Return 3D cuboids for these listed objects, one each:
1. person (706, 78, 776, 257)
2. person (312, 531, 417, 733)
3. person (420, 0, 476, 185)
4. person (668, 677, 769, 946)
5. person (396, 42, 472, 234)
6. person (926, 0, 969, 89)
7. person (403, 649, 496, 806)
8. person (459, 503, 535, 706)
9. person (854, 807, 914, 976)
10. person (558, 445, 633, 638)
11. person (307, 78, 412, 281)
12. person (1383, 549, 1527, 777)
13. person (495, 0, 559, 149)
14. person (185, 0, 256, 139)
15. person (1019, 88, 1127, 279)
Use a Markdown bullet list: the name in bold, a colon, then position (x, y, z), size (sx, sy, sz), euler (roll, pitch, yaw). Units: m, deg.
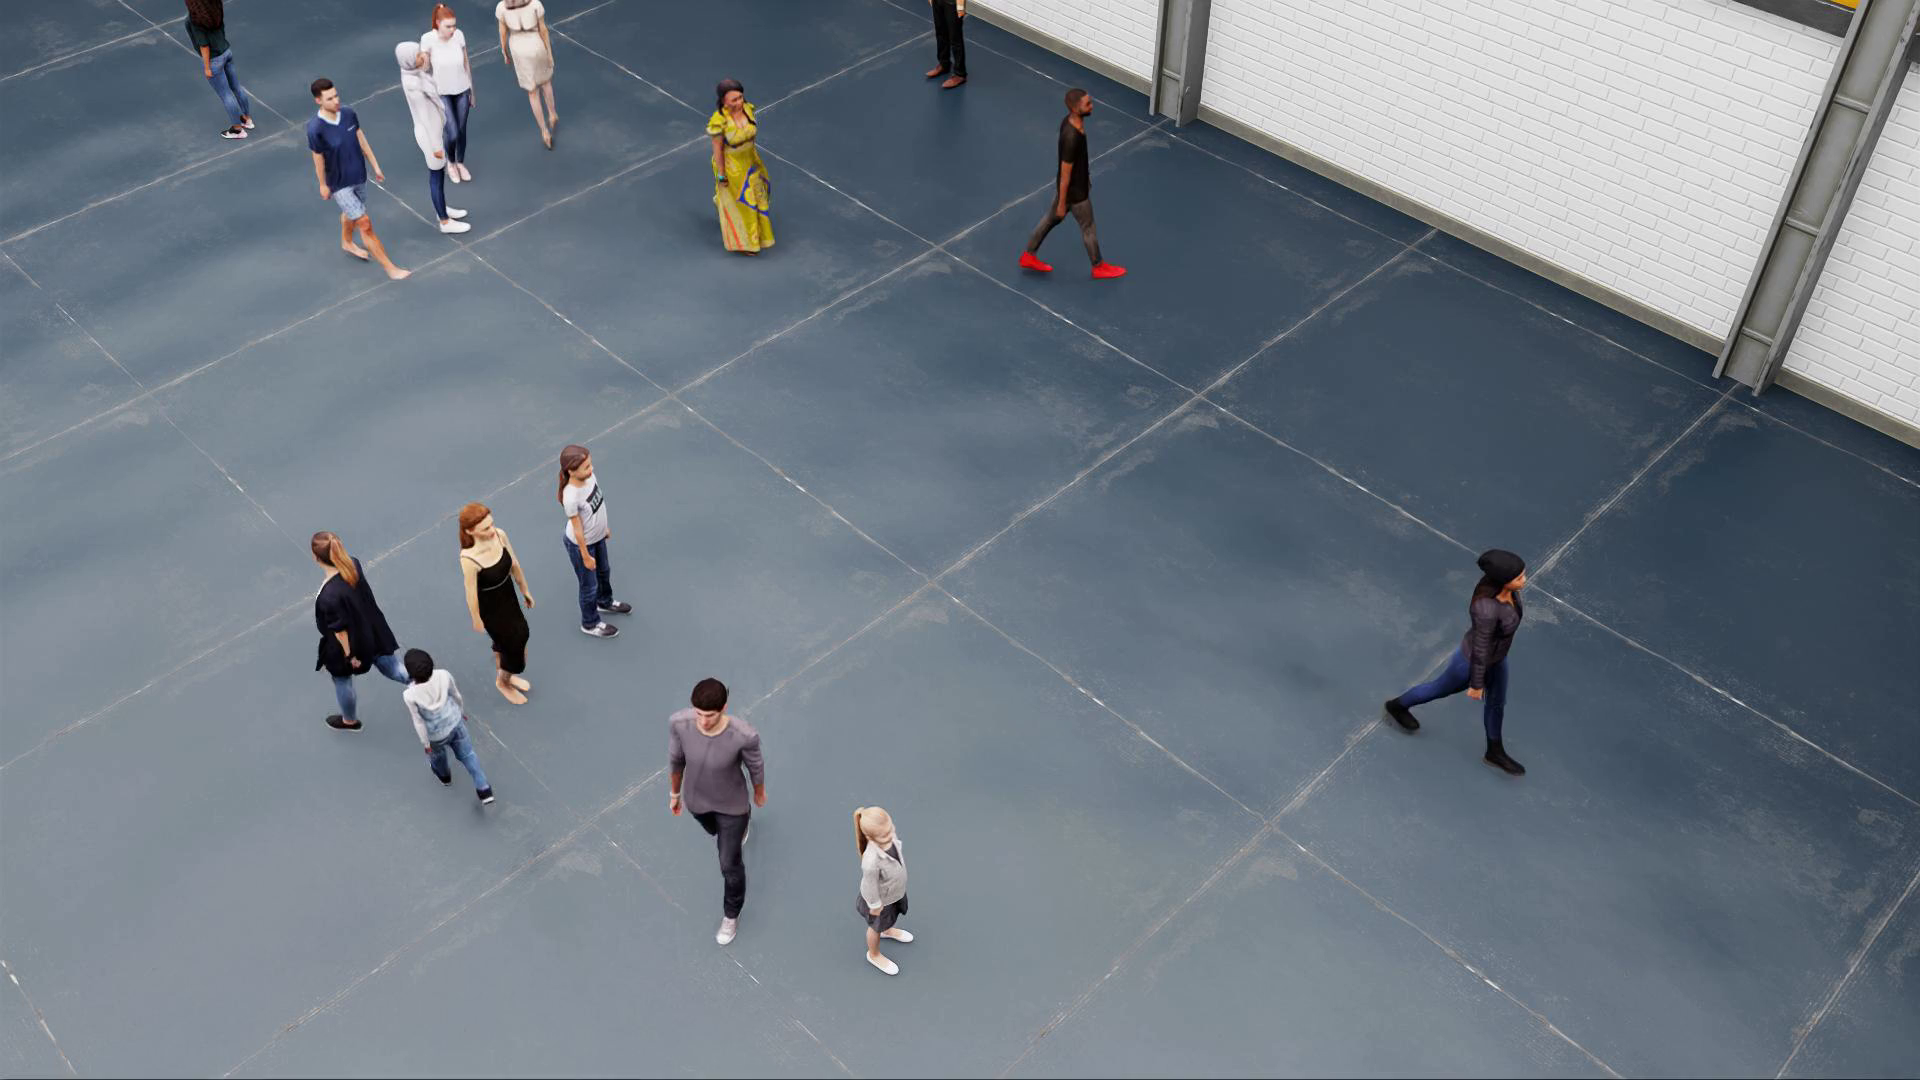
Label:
- **person**: position (-1.982, -3.253, 14.366), size (1.010, 1.648, 0.847), euler (27, 50, 25)
- **person**: position (-3.626, 0.607, 10.315), size (1.176, 1.646, 0.980), euler (8, 44, 8)
- **person**: position (-4.682, -4.113, 15.218), size (0.660, 1.718, 0.640), euler (-20, 47, -20)
- **person**: position (-1.341, 1.374, 9.384), size (1.181, 1.821, 1.074), euler (13, 45, 13)
- **person**: position (-4.645, -3.529, 14.563), size (0.749, 1.775, 0.628), euler (-11, 45, -11)
- **person**: position (-0.107, -5.393, 16.538), size (0.742, 1.751, 0.561), euler (-28, 50, -26)
- **person**: position (-3.104, 1.143, 10.041), size (0.521, 1.248, 0.854), euler (-30, 51, -28)
- **person**: position (-3.022, 0.366, 10.591), size (0.732, 1.615, 0.671), euler (16, 46, 16)
- **person**: position (-0.434, 1.908, 9.218), size (0.616, 1.276, 0.581), euler (15, 46, 15)
- **person**: position (-2.475, -0.017, 11.031), size (0.654, 1.563, 0.617), euler (10, 45, 11)
- **person**: position (-5.241, -3.076, 14.075), size (1.230, 1.792, 0.829), euler (22, 48, 22)
- **person**: position (3.067, 0.706, 10.173), size (1.239, 1.699, 0.779), euler (25, 49, 24)
- **person**: position (-4.024, -4.469, 15.589), size (0.849, 1.721, 0.947), euler (-8, 44, -8)
- **person**: position (-7.069, -4.607, 15.809), size (0.753, 1.617, 0.712), euler (8, 44, 8)
- **person**: position (0.842, -2.953, 13.978), size (1.239, 1.748, 1.138), euler (3, 44, 3)
